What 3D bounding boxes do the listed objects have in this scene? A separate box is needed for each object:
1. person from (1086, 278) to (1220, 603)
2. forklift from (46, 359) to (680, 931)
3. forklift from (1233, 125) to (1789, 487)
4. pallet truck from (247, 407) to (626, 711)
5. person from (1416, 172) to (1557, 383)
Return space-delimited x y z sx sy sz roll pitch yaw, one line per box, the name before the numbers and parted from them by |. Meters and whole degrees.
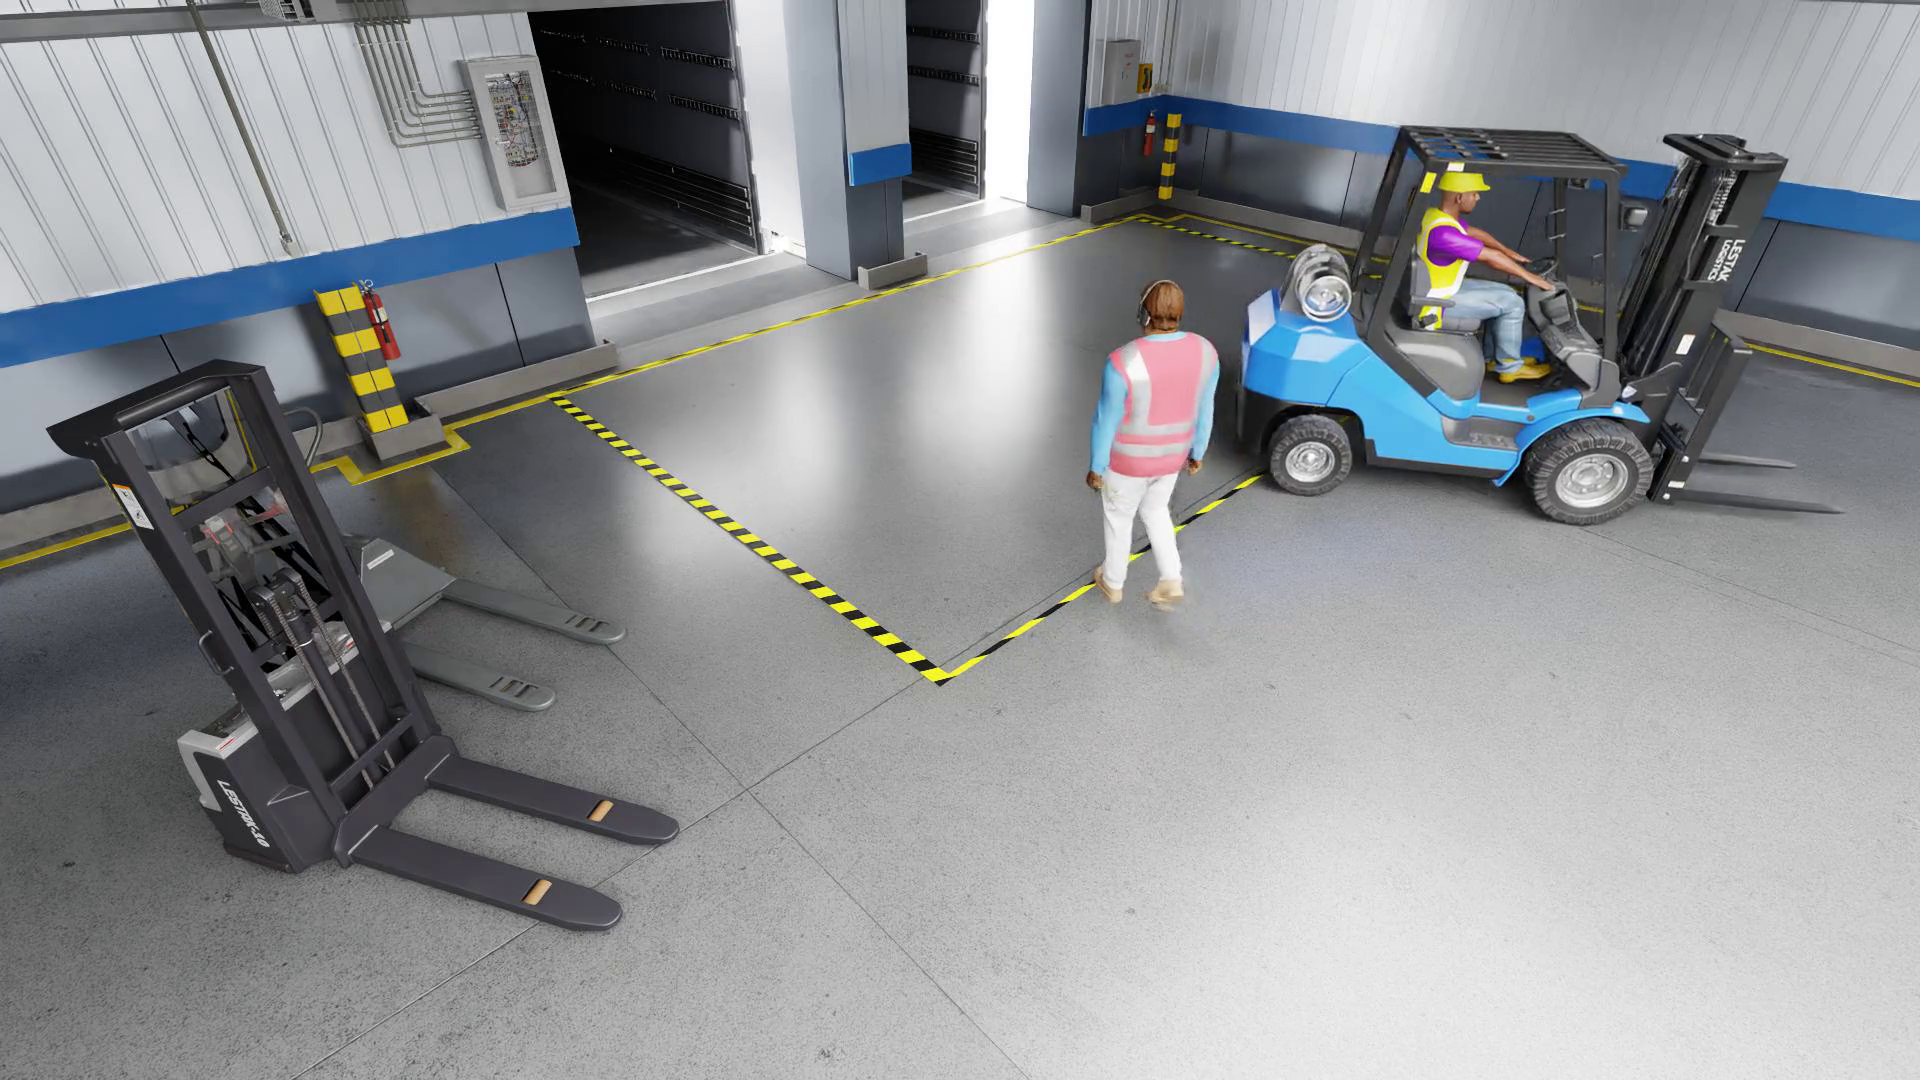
person | 1.003 -0.398 4.716 0.660 1.817 0.617 -13 36 -18
forklift | -2.135 0.422 3.354 1.885 1.965 0.823 10 35 14
forklift | 3.281 -1.503 5.869 2.680 2.036 1.157 8 35 11
pallet truck | -2.628 0.038 4.590 1.601 1.201 0.680 12 36 18
person | 3.338 -1.646 5.746 1.004 1.293 0.635 8 35 11
